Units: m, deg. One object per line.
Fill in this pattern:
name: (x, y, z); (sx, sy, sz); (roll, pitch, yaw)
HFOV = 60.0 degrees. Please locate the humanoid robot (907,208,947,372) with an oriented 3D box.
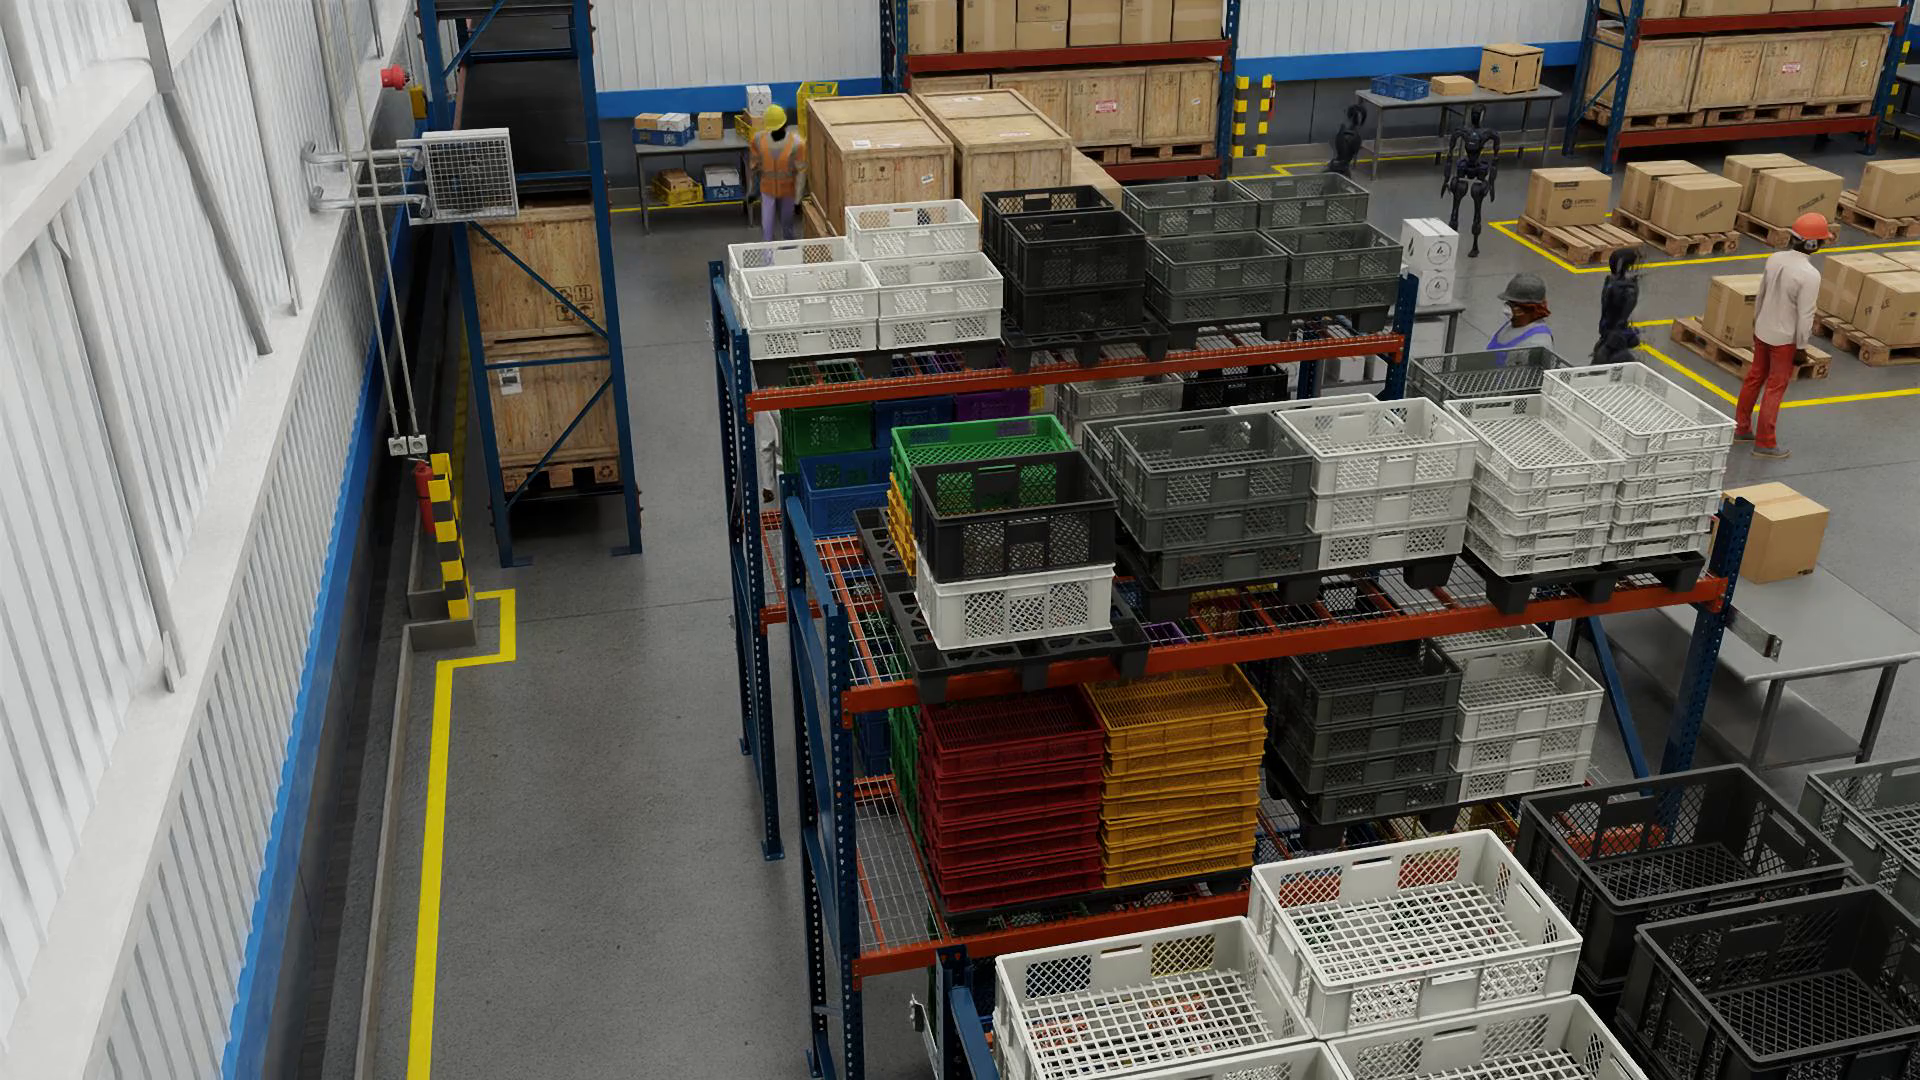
humanoid robot: (-0.335, -2.059, 14.427); (0.599, 1.657, 0.331); (-13, 31, -24)

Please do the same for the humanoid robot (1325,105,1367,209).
humanoid robot: (4.133, -3.888, 17.948); (0.755, 1.619, 0.596); (13, 30, 22)

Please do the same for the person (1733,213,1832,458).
person: (6.580, -1.640, 13.308); (0.385, 1.995, 0.611); (-5, 28, -9)

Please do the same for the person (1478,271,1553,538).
person: (3.894, -0.944, 11.939); (0.537, 2.000, 0.681); (1, 28, 2)

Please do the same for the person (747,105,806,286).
person: (-1.899, -3.561, 17.116); (0.662, 1.838, 1.011); (1, 28, 2)

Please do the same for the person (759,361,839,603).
person: (-1.034, -0.407, 11.085); (0.583, 1.882, 0.337); (-4, 28, -7)

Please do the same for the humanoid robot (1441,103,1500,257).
humanoid robot: (5.487, -3.873, 17.881); (0.578, 1.649, 0.340); (14, 31, 24)

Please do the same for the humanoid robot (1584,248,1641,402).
humanoid robot: (5.322, -1.585, 13.600); (0.800, 1.622, 0.568); (-5, 28, -9)

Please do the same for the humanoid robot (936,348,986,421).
humanoid robot: (0.000, -1.027, 12.470); (0.330, 1.657, 0.586); (-21, 34, -34)
